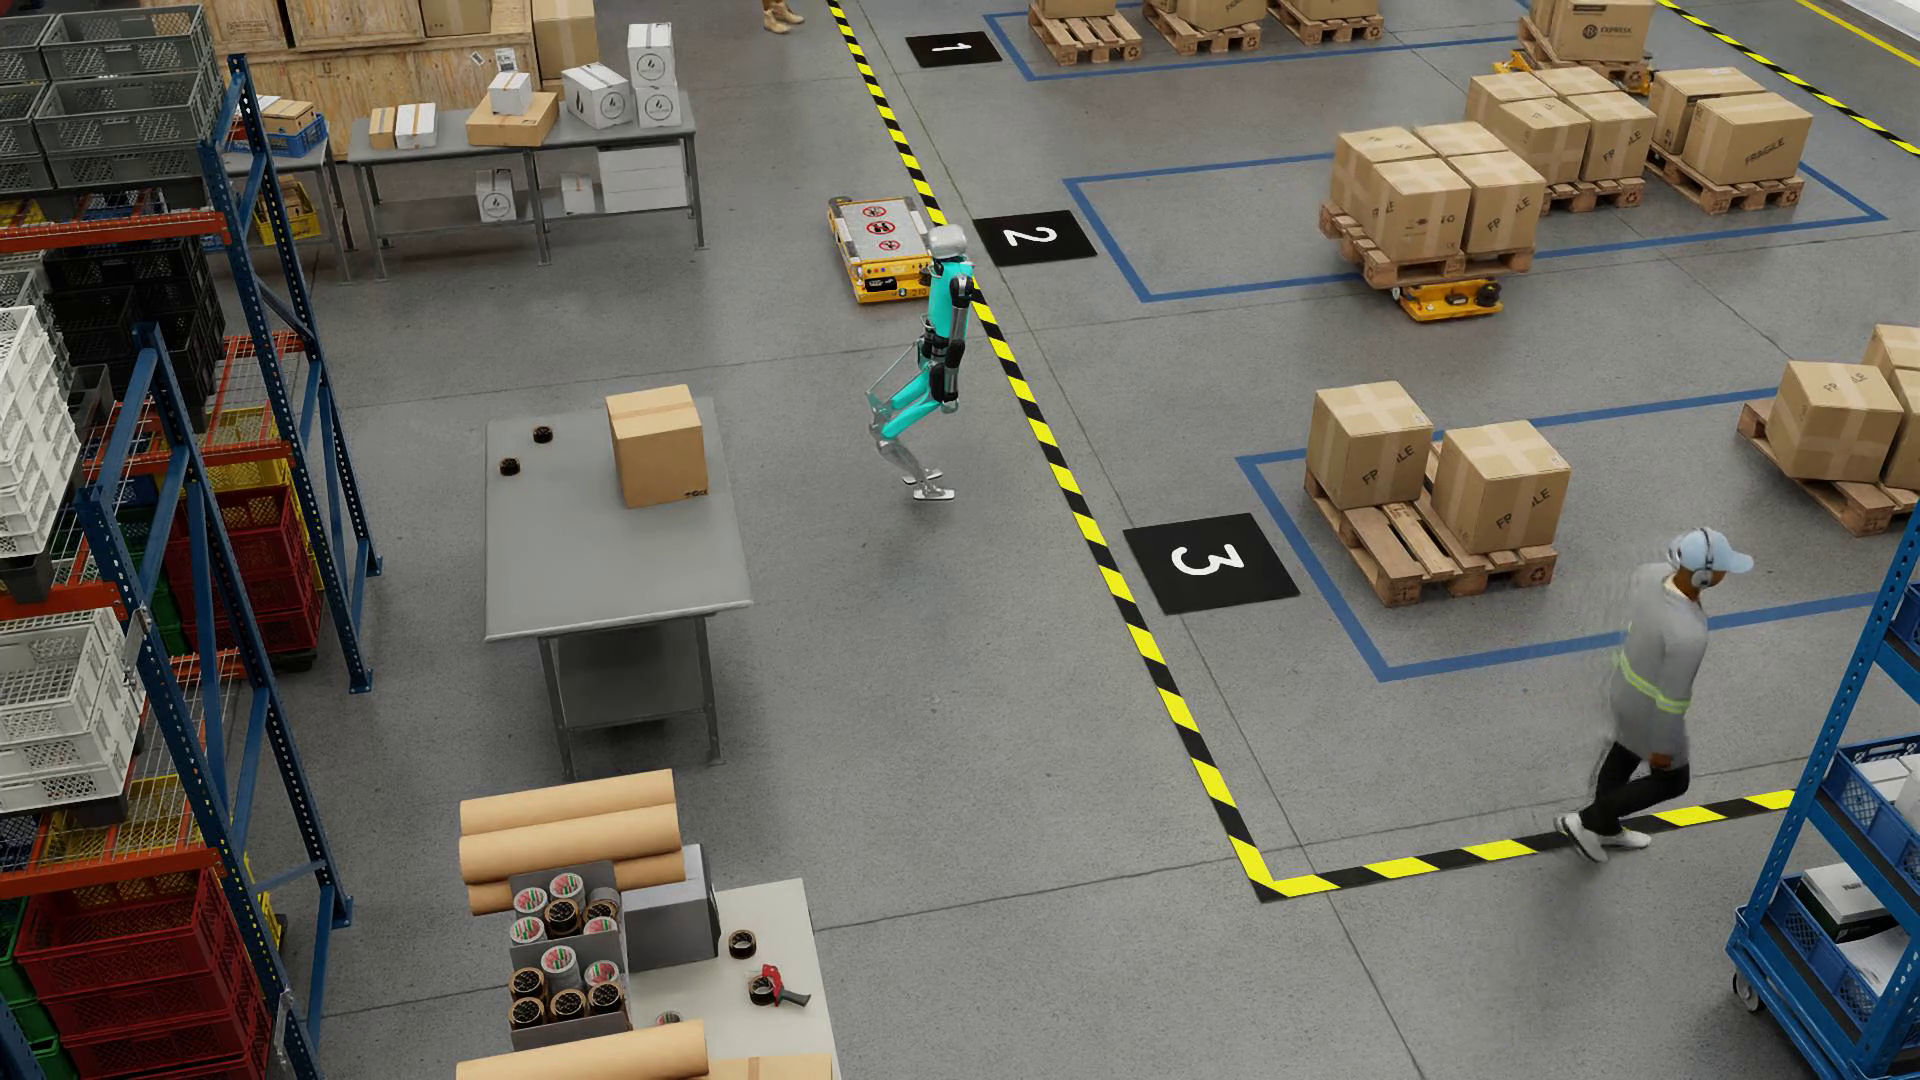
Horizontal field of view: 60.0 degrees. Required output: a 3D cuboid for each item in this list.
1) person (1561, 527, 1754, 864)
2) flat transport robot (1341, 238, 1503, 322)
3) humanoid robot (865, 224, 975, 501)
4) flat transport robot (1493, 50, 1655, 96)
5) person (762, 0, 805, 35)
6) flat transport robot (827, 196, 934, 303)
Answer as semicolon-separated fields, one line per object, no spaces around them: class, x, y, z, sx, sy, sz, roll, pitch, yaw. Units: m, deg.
person;3.050;0.710;7.278;0.411;1.841;0.610;2;37;2
flat transport robot;3.391;-2.062;12.302;0.652;0.197;1.431;-8;37;-10
humanoid robot;-0.281;-0.980;9.528;0.735;1.677;0.533;-8;37;-11
flat transport robot;5.723;-4.318;15.334;1.431;0.197;0.652;0;37;1
person;-1.765;-5.965;16.085;0.378;2.045;0.604;17;40;21
flat transport robot;-0.570;-2.220;12.538;0.659;0.231;1.431;-8;37;-10
